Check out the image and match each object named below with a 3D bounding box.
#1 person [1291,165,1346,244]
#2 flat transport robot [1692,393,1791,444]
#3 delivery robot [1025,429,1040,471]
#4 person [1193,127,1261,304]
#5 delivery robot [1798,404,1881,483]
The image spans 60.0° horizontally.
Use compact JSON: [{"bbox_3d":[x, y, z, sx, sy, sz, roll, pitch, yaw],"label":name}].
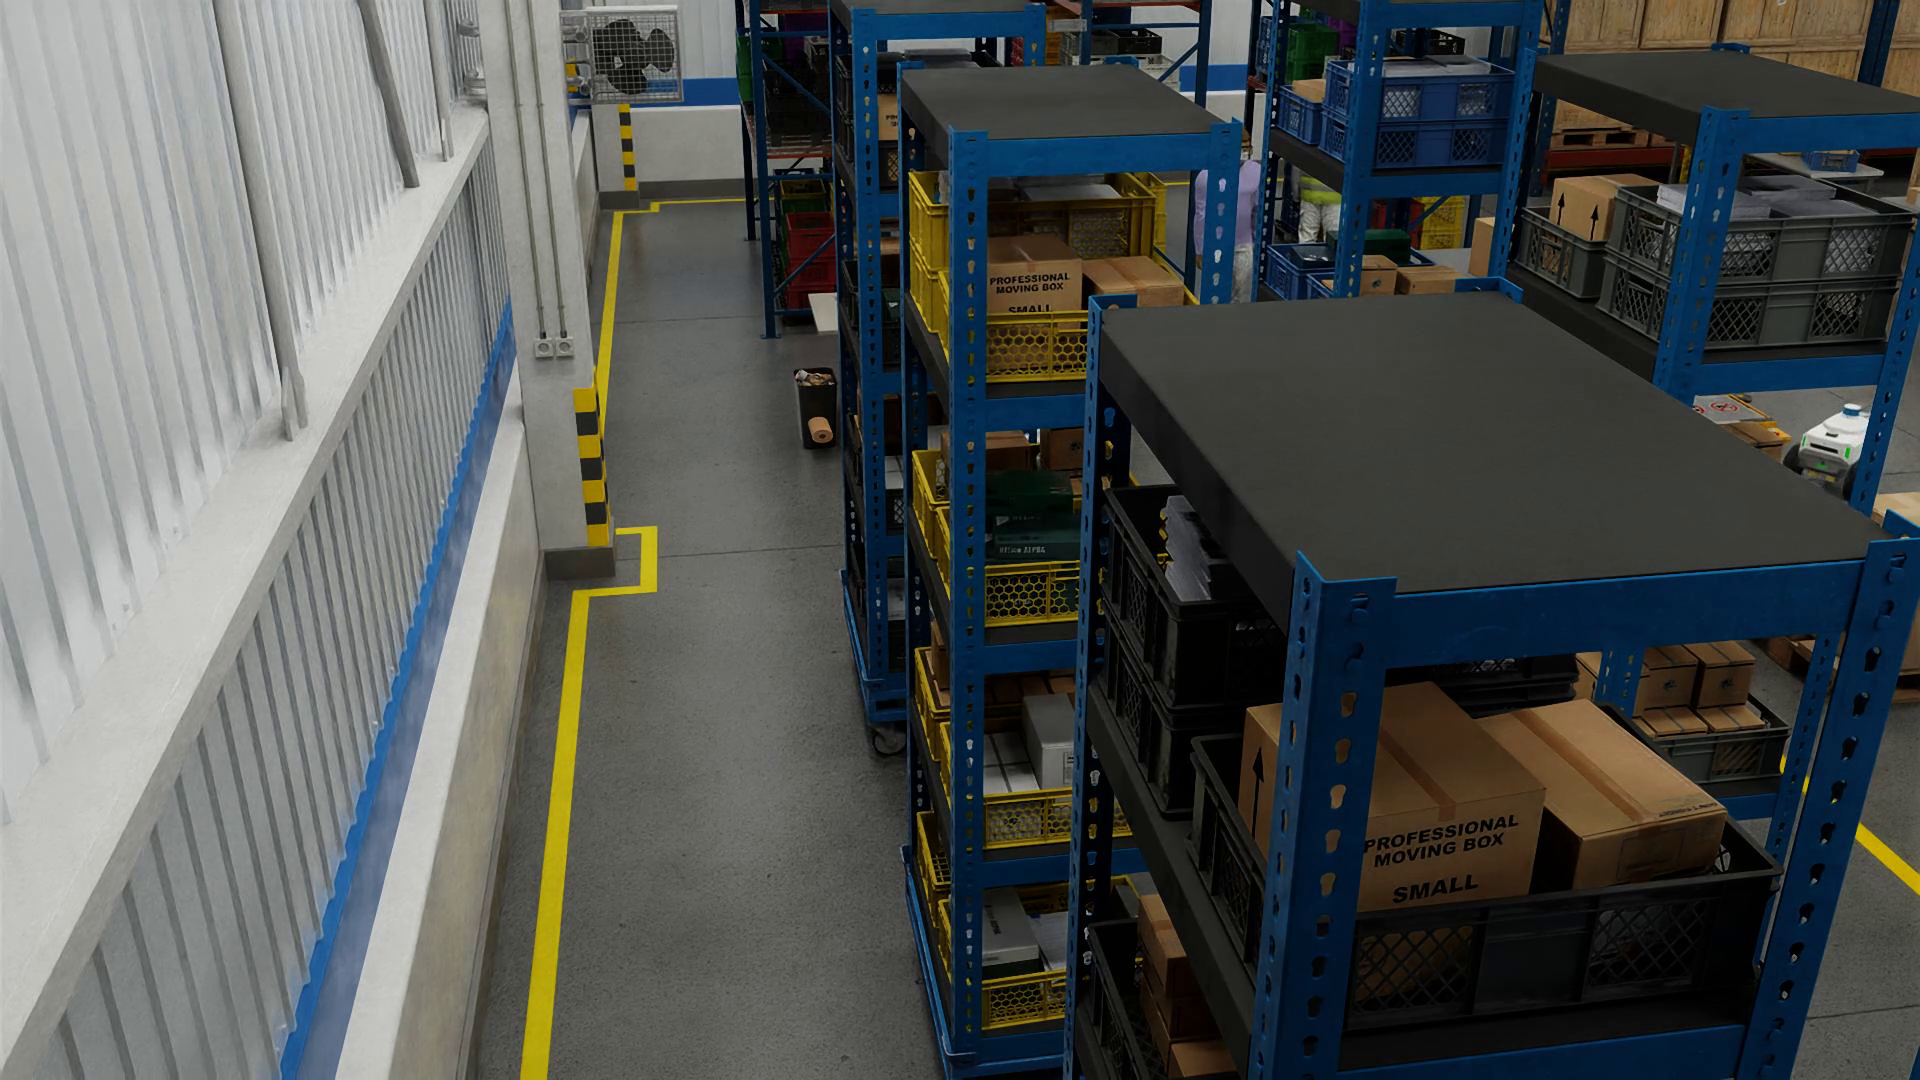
[{"bbox_3d":[3.323,-3.110,15.167,0.621,1.838,0.429,12,27,25],"label":"person"},{"bbox_3d":[5.224,-0.859,12.132,1.431,0.197,0.652,-4,25,-8],"label":"flat transport robot"},{"bbox_3d":[0.502,-0.662,11.259,0.707,0.478,0.477,2,25,5],"label":"delivery robot"},{"bbox_3d":[2.167,-2.393,13.499,0.630,1.932,0.363,-11,27,-22],"label":"person"},{"bbox_3d":[6.015,-0.683,11.304,0.707,0.478,0.477,-21,32,-38],"label":"delivery robot"}]
